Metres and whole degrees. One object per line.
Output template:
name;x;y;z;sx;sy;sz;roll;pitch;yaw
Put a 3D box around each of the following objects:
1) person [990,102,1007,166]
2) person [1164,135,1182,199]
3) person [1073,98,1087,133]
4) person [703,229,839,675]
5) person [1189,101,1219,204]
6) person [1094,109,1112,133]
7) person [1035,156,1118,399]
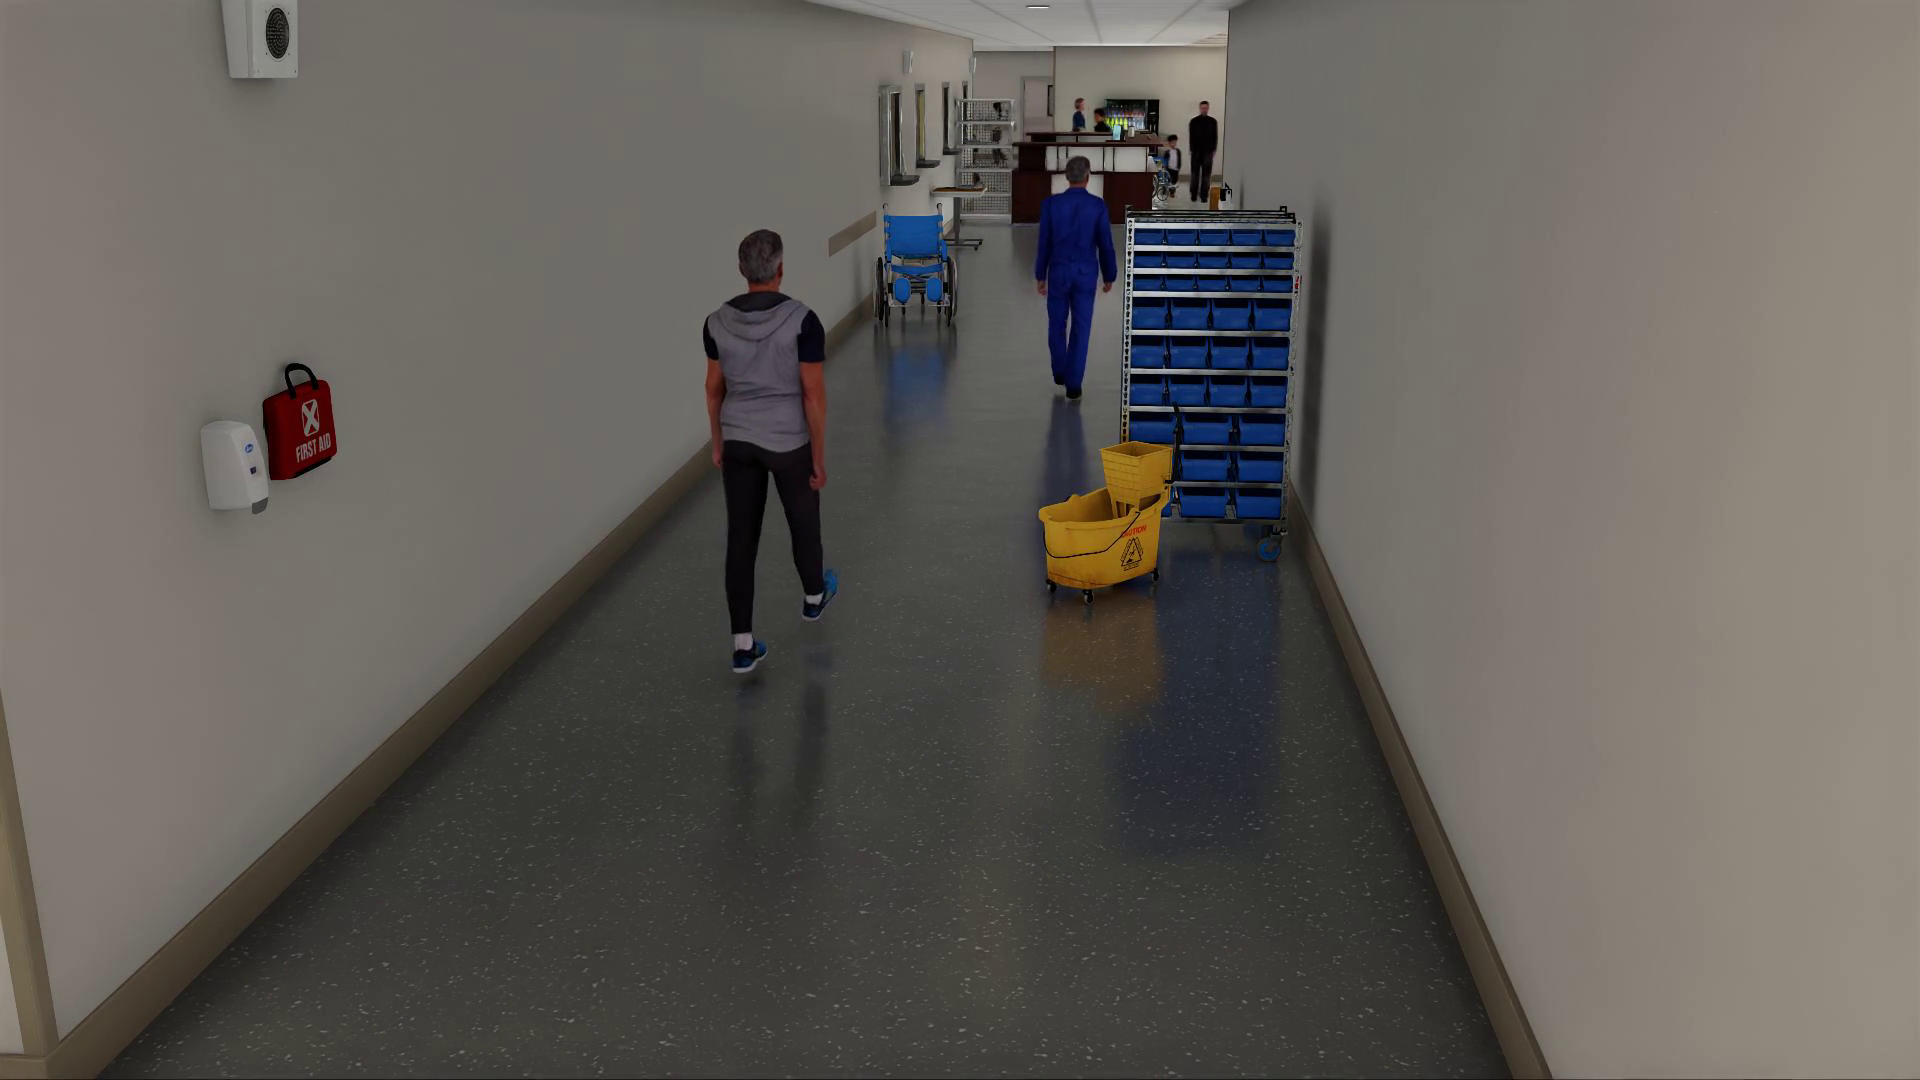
person;1.007;-10.347;42.509;0.830;1.724;0.753;8;18;28
person;4.175;-7.383;32.864;0.571;1.213;0.631;-3;16;-9
person;2.544;-8.839;36.948;1.046;1.838;0.685;2;16;8
person;-0.826;-0.317;6.839;1.130;1.774;0.862;3;16;11
person;4.602;-7.342;31.578;1.054;1.872;0.793;2;16;9
person;2.931;-7.766;33.384;0.920;1.707;0.854;-9;18;-30
person;0.852;-1.974;12.665;0.978;1.801;0.867;2;16;8
